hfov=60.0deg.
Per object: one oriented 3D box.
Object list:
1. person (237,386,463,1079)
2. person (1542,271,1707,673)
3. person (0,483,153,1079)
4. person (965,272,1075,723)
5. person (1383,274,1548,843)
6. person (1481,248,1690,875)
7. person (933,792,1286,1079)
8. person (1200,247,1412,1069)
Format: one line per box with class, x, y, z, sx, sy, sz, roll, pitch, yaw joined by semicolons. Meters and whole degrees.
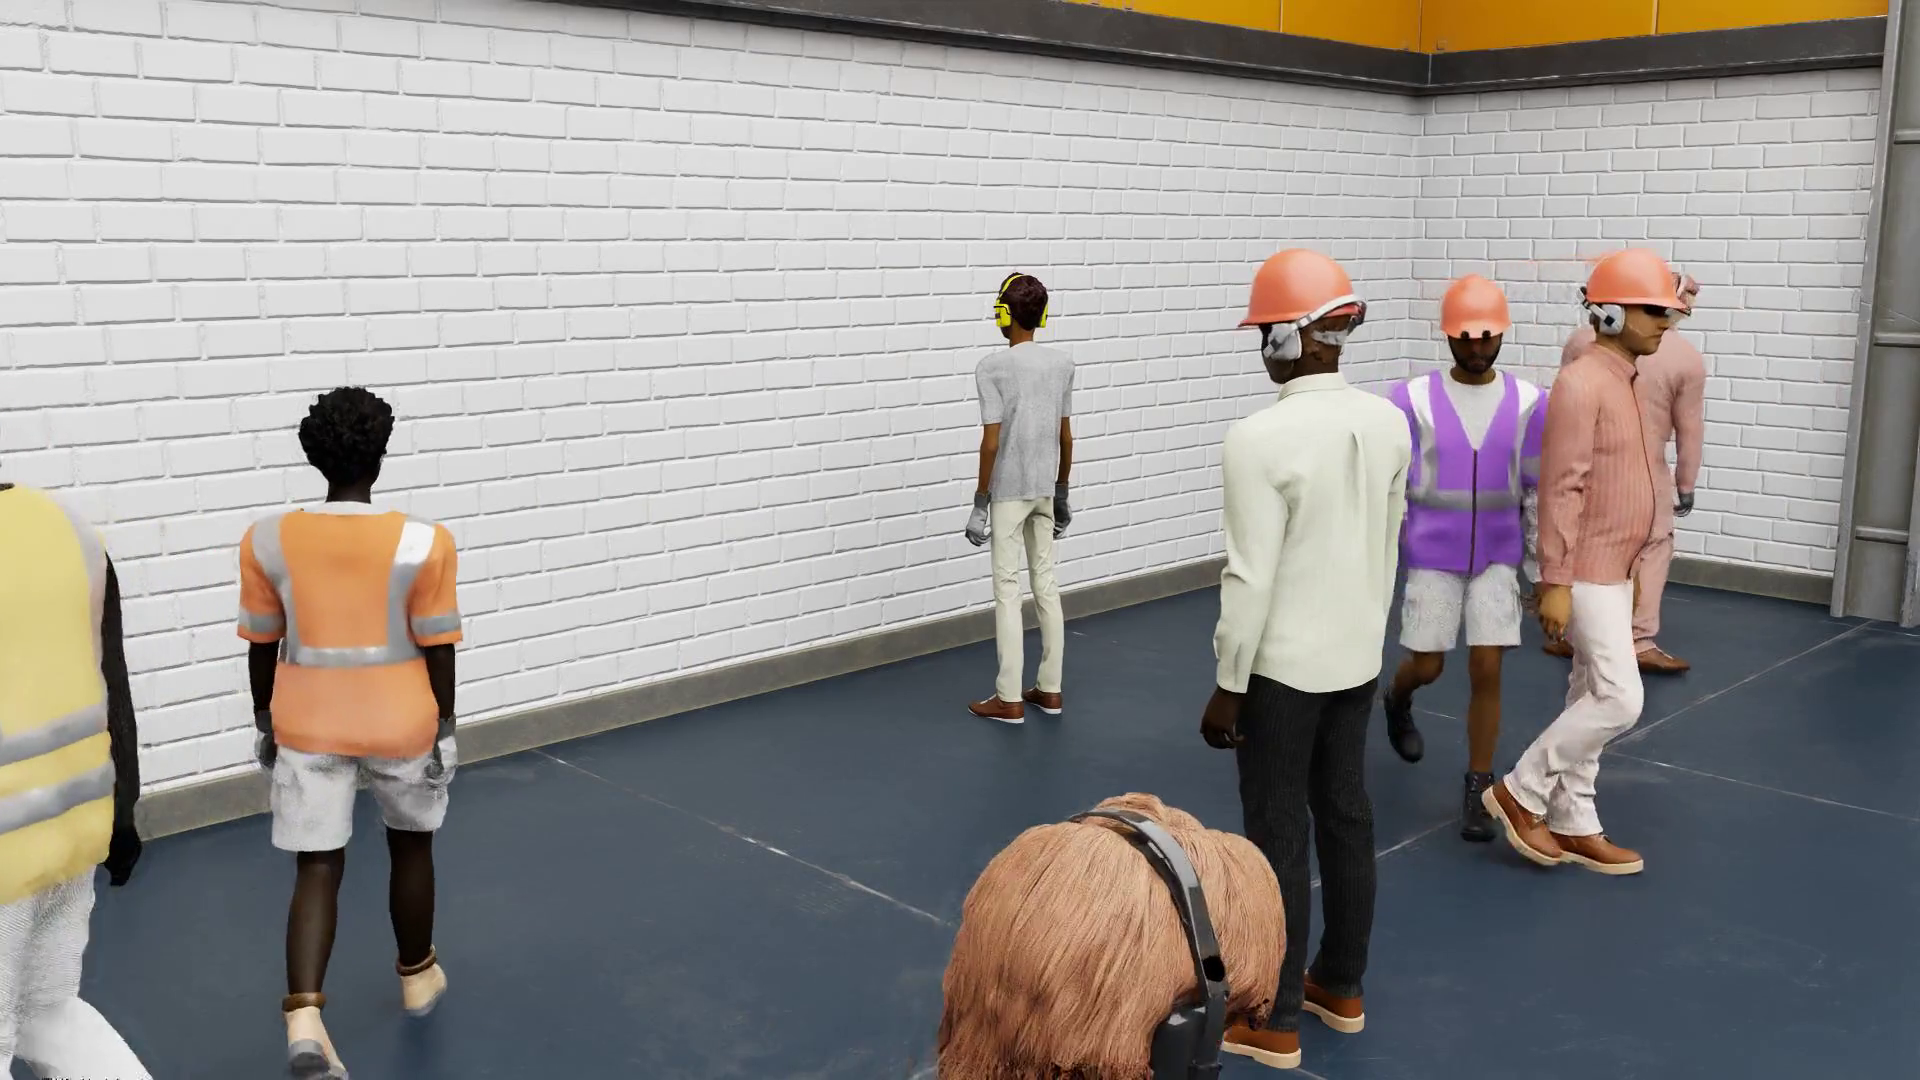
person;-1.470;0.471;4.011;0.536;1.673;0.774;-1;10;-7
person;3.098;-0.317;7.782;0.725;1.864;0.398;6;12;32
person;-1.724;0.577;3.002;0.512;1.822;0.667;2;10;8
person;0.247;-0.171;6.943;0.531;1.870;0.318;-8;13;-37
person;1.729;0.025;5.794;0.583;1.906;0.749;1;10;5
person;2.012;0.091;5.207;0.425;1.979;0.651;8;13;35
person;0.155;0.977;1.347;0.546;1.614;0.675;10;14;43
person;0.831;0.293;4.079;0.609;1.992;0.382;-8;13;-39
